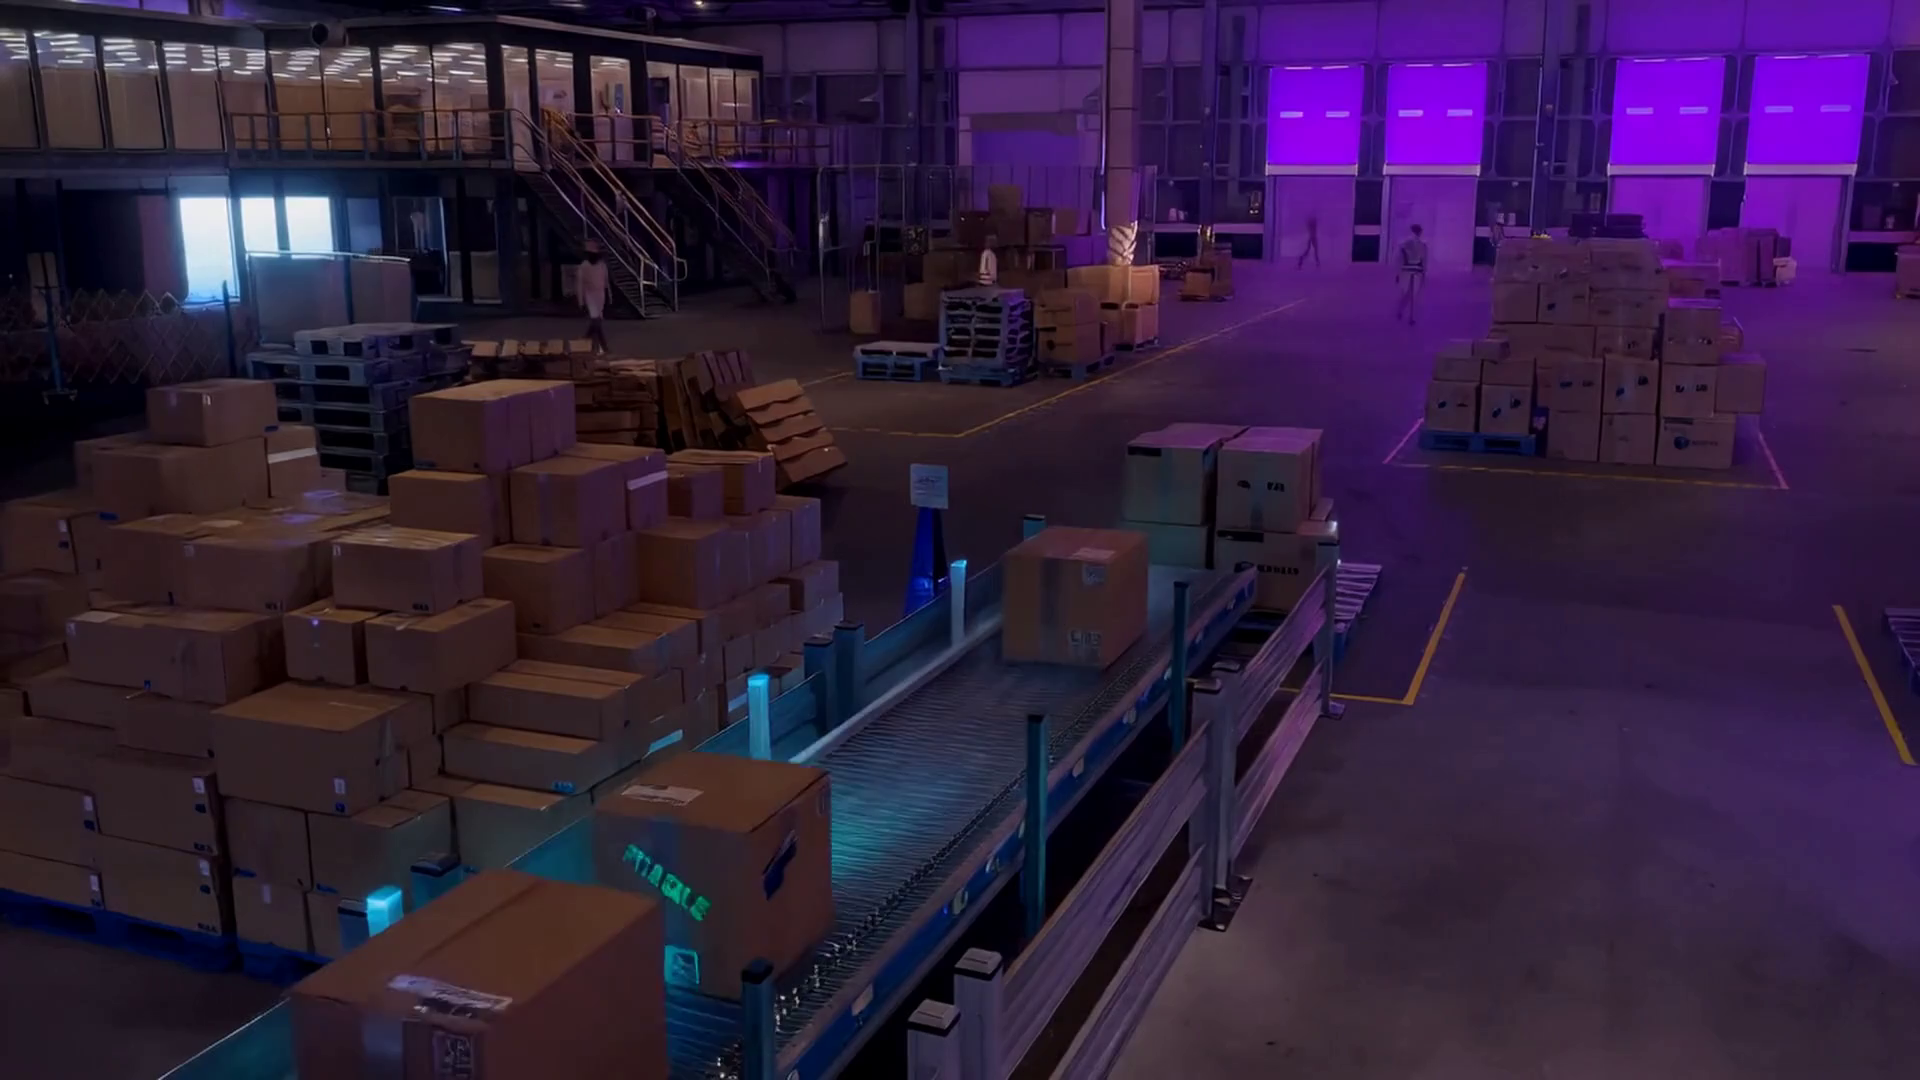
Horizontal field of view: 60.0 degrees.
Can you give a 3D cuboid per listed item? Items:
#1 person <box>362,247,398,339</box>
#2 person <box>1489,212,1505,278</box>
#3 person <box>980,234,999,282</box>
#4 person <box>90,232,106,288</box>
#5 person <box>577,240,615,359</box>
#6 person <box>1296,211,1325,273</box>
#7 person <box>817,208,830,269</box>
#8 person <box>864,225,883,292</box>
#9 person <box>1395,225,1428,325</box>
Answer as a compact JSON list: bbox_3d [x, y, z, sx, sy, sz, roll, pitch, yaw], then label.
[{"bbox_3d":[-8.937,-3.604,25.739,0.580,1.839,0.998,1,13,3],"label":"person"},{"bbox_3d":[15.083,-8.287,46.721,0.429,1.844,0.632,2,13,7],"label":"person"},{"bbox_3d":[0.469,-4.641,30.318,0.615,1.868,0.583,-4,13,-16],"label":"person"},{"bbox_3d":[-20.593,-6.568,39.470,0.606,1.612,0.535,-4,13,-16],"label":"person"},{"bbox_3d":[-5.949,-3.899,26.906,0.939,1.904,0.546,10,16,37],"label":"person"},{"bbox_3d":[10.298,-8.768,48.932,0.541,1.825,0.989,-11,17,-40],"label":"person"},{"bbox_3d":[-4.188,-9.183,50.716,0.513,1.845,0.340,-9,16,-36],"label":"person"},{"bbox_3d":[-1.760,-5.428,33.738,0.397,1.911,0.587,0,13,2],"label":"person"},{"bbox_3d":[8.860,-5.198,32.624,0.639,1.934,0.418,-1,13,-6],"label":"person"}]
